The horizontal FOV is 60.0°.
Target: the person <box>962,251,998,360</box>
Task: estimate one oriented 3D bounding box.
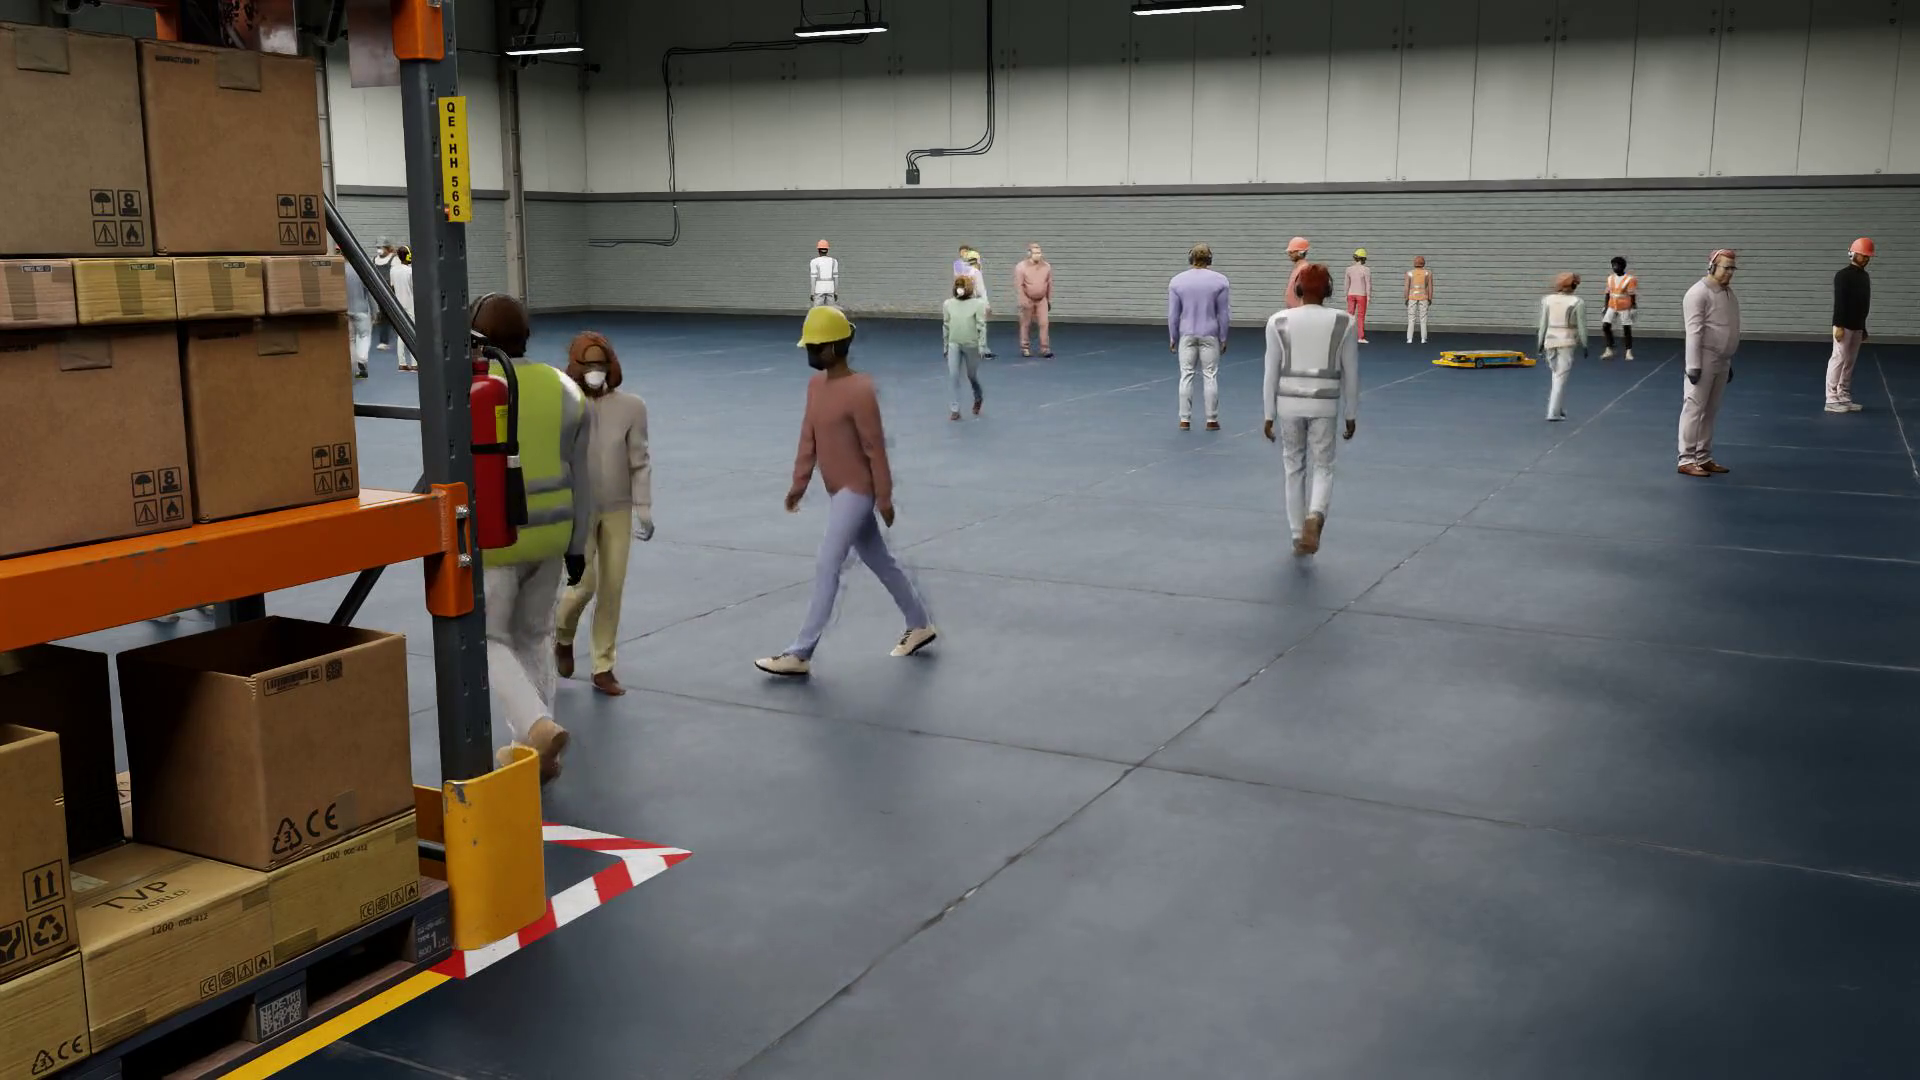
[{"bbox_3d":[0.161,-3.807,27.050,0.895,1.777,0.603,-3,11,-16],"label":"person"}]

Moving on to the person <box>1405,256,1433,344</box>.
[{"bbox_3d":[8.574,-4.485,31.103,0.512,1.638,0.307,3,11,15],"label":"person"}]

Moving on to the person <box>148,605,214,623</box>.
[{"bbox_3d":[-4.164,-0.489,8.741,0.344,1.847,0.506,9,14,42],"label":"person"}]

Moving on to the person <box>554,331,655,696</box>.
[{"bbox_3d":[-1.612,-0.113,7.326,0.494,1.615,0.420,-6,12,-31],"label":"person"}]

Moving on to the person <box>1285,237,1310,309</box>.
[{"bbox_3d":[4.496,-3.025,22.168,0.393,1.991,0.626,0,10,2],"label":"person"}]

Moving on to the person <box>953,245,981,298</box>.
[{"bbox_3d":[0.168,-5.009,33.482,0.614,1.808,0.786,4,11,19],"label":"person"}]

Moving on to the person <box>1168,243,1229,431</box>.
[{"bbox_3d":[2.471,-2.094,17.240,0.627,1.940,0.375,2,11,13],"label":"person"}]

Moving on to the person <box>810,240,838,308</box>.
[{"bbox_3d":[-2.595,-4.735,31.649,0.552,1.935,0.373,-5,11,-24],"label":"person"}]

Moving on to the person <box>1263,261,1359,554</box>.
[{"bbox_3d":[2.182,-0.801,10.395,0.589,1.864,0.665,3,11,14],"label":"person"}]

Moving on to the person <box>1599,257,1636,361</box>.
[{"bbox_3d":[10.680,-3.747,26.971,0.494,1.664,0.601,-7,13,-34],"label":"person"}]

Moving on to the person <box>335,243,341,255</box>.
[{"bbox_3d":[-11.974,-4.865,32.355,0.359,1.938,0.545,-8,13,-37],"label":"person"}]

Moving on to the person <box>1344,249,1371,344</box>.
[{"bbox_3d":[7.460,-4.559,31.159,0.533,1.766,0.318,9,14,41],"label":"person"}]

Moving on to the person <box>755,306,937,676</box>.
[{"bbox_3d":[-0.499,-0.236,7.772,0.981,1.708,0.503,-5,12,-27],"label":"person"}]

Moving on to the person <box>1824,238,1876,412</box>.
[{"bbox_3d":[10.259,-2.464,19.132,0.609,1.985,0.392,-7,13,-35],"label":"person"}]

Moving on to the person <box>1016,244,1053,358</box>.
[{"bbox_3d":[1.268,-3.935,27.489,0.659,1.860,0.915,-4,11,-18],"label":"person"}]

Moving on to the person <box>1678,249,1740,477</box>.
[{"bbox_3d":[6.361,-1.492,14.067,0.636,1.903,0.405,-9,13,-39],"label":"person"}]

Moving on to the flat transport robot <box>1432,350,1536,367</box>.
[{"bbox_3d":[8.083,-2.801,25.649,1.431,0.197,0.652,-4,11,-20],"label":"flat transport robot"}]

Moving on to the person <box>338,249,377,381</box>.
[{"bbox_3d":[-8.394,-3.134,22.963,0.640,1.920,0.556,-2,11,-13],"label":"person"}]

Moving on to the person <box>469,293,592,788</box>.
[{"bbox_3d":[-1.588,0.027,5.993,0.640,1.821,0.627,-10,14,-43],"label":"person"}]

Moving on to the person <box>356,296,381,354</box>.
[{"bbox_3d":[-9.160,-3.526,25.437,0.611,1.792,0.718,3,11,18],"label":"person"}]

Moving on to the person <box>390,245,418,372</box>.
[{"bbox_3d":[-8.221,-3.437,24.754,0.536,1.869,0.314,4,11,21],"label":"person"}]

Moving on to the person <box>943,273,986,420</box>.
[{"bbox_3d":[0.064,-2.152,18.467,0.504,1.610,0.735,3,11,15],"label":"person"}]

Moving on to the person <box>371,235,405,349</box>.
[{"bbox_3d":[-10.207,-4.407,29.575,0.695,2.000,0.599,2,11,13],"label":"person"}]

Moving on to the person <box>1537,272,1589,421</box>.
[{"bbox_3d":[6.652,-2.114,18.220,0.665,1.614,0.552,-8,13,-36],"label":"person"}]
